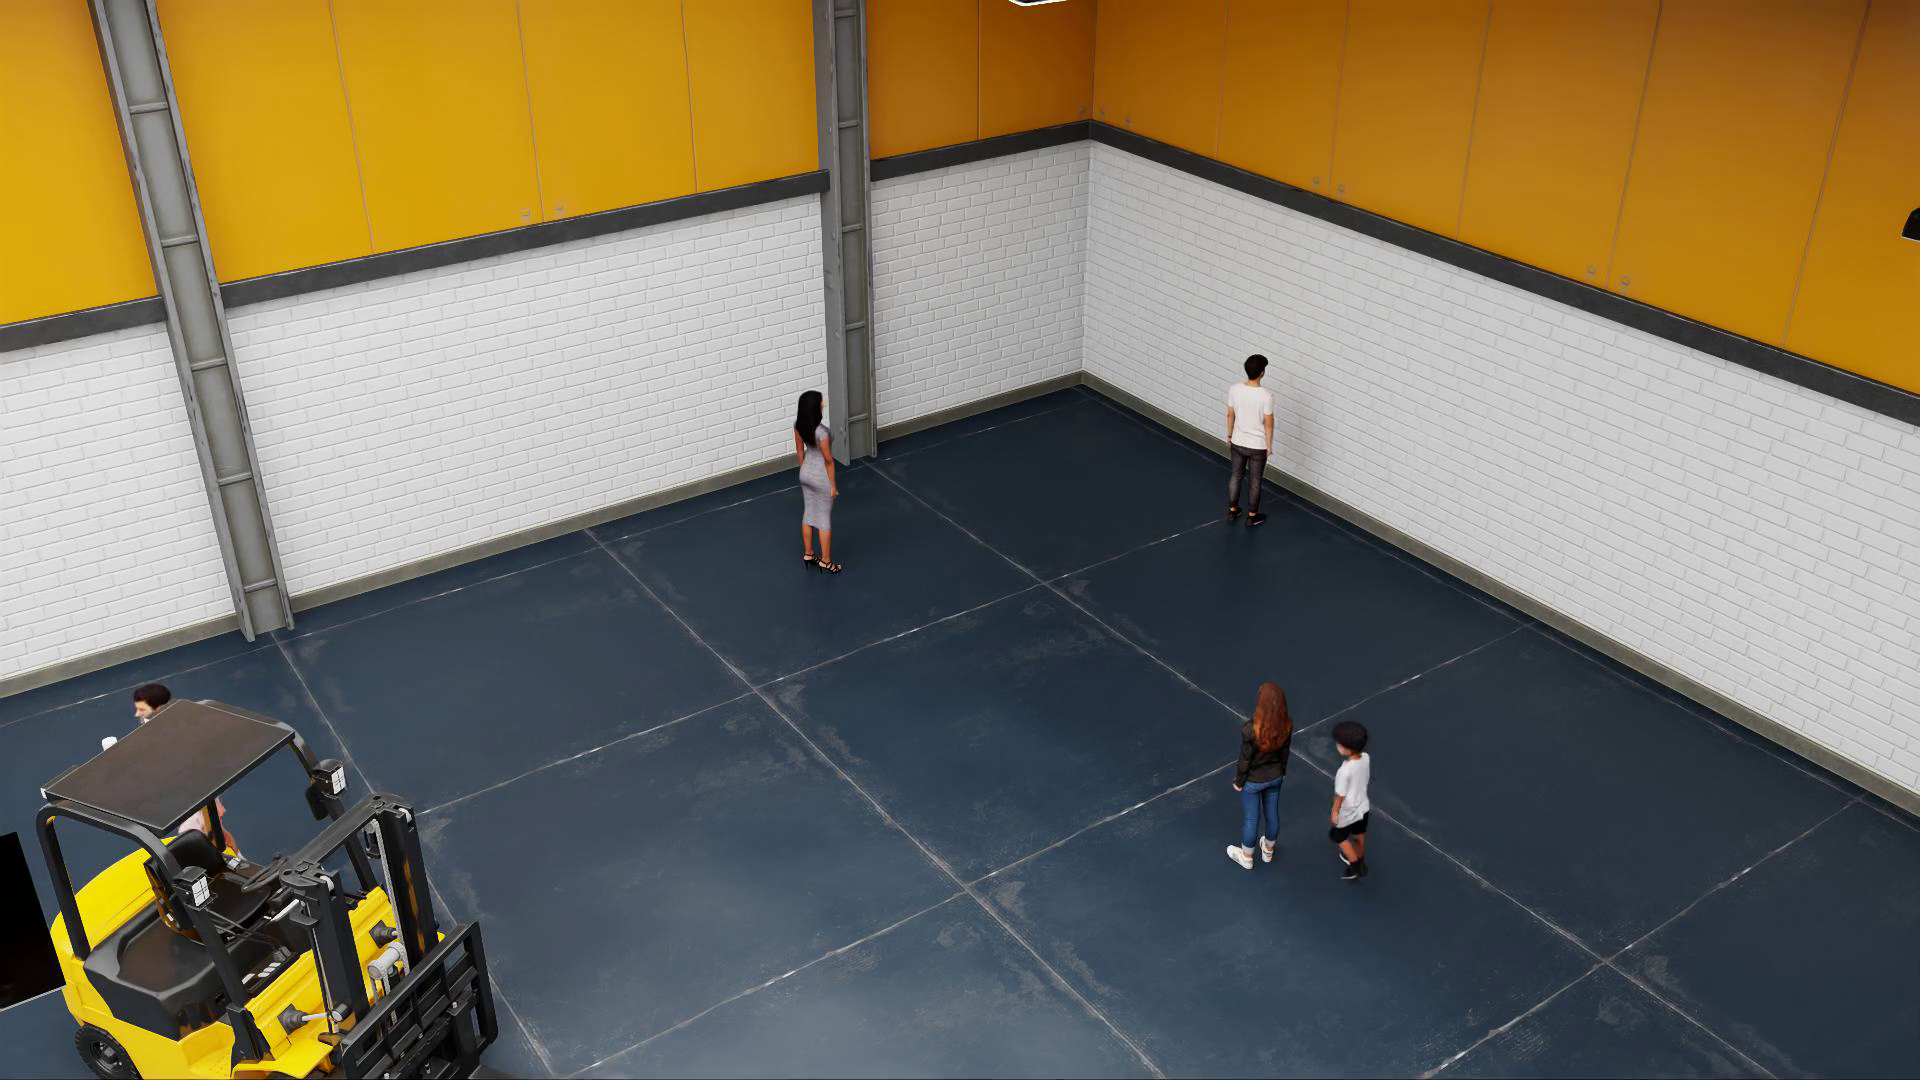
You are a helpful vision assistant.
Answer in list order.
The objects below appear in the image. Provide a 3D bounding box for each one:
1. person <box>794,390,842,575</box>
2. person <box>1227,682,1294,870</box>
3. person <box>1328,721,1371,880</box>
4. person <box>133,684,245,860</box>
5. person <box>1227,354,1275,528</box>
[{"bbox_3d":[-1.292,-0.519,14.955,0.625,1.782,0.579,24,37,37],"label":"person"},{"bbox_3d":[2.073,1.601,11.380,0.511,1.484,0.657,-11,31,-20],"label":"person"},{"bbox_3d":[2.678,1.801,11.261,0.611,1.245,0.665,-20,34,-32],"label":"person"},{"bbox_3d":[-4.996,1.661,10.993,0.847,1.748,1.095,21,35,34],"label":"person"},{"bbox_3d":[2.749,-0.959,15.823,0.687,1.722,0.645,20,34,32],"label":"person"}]
